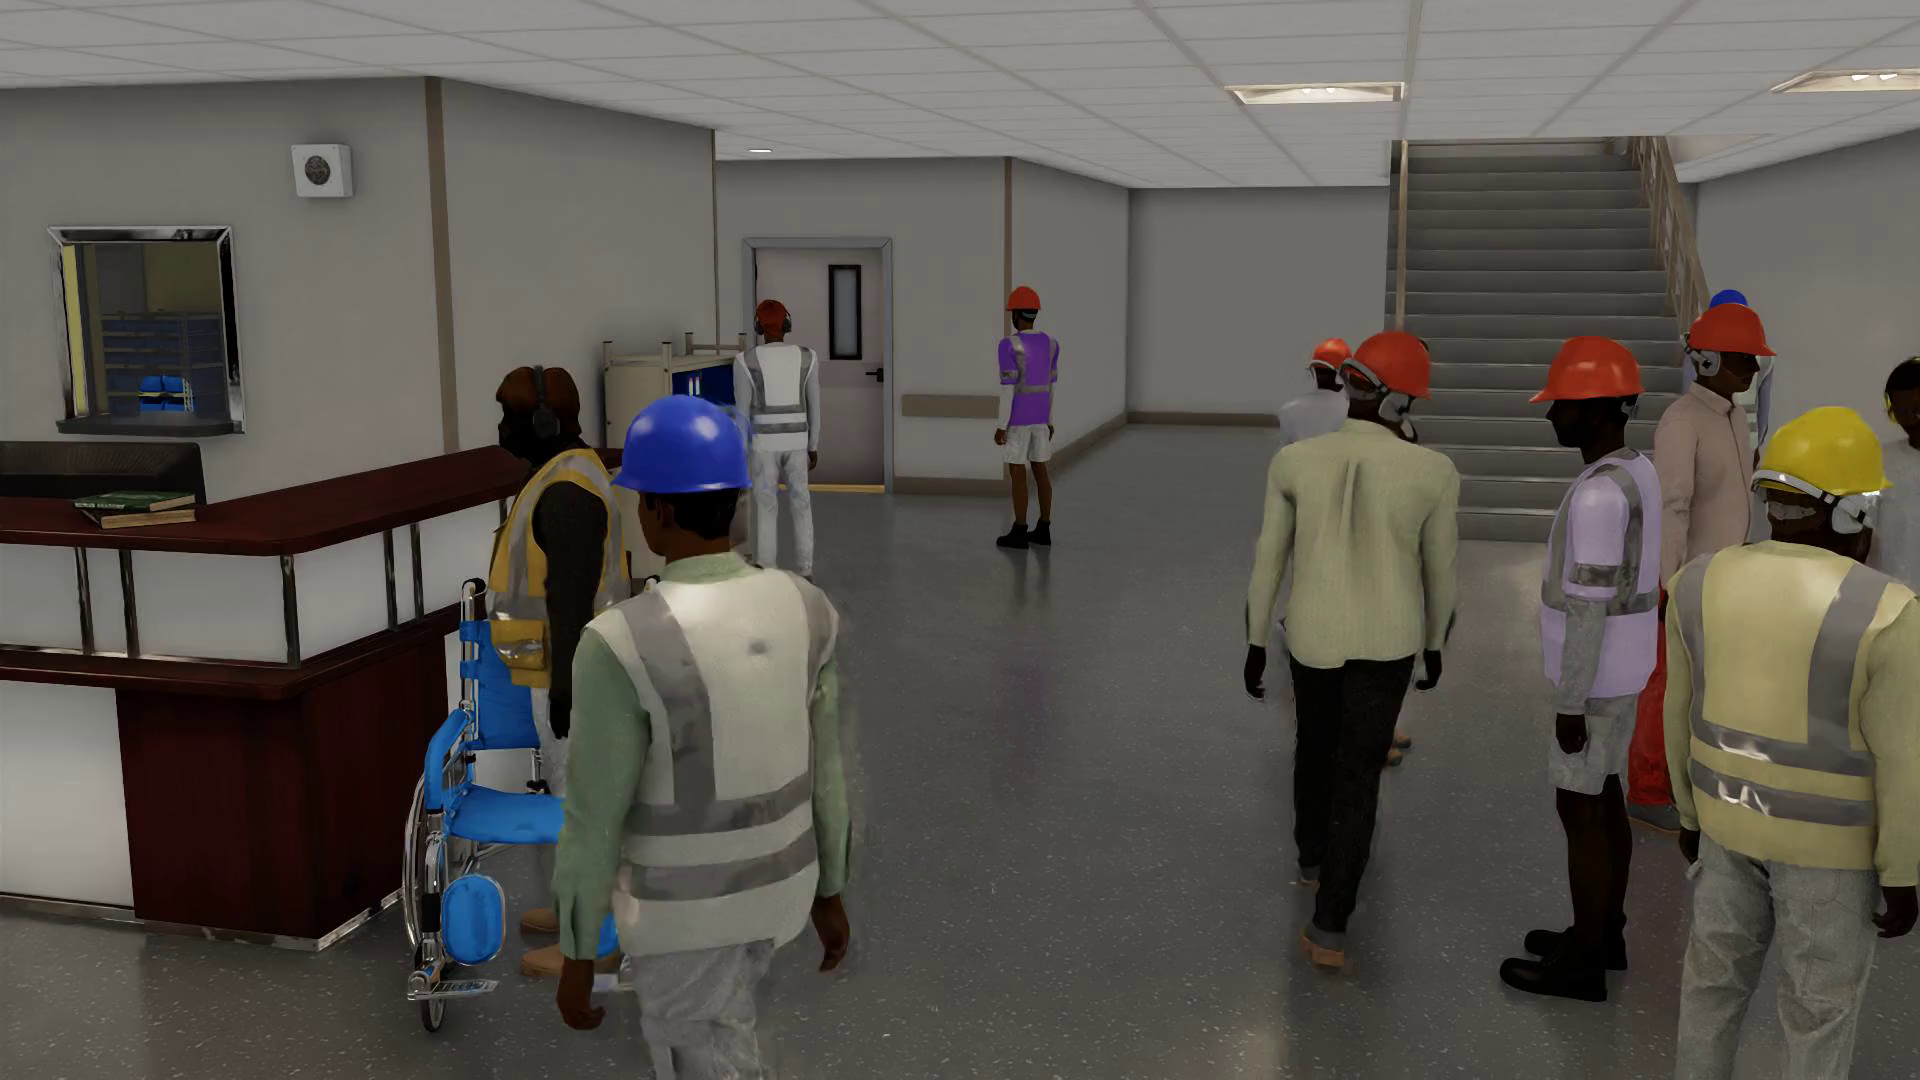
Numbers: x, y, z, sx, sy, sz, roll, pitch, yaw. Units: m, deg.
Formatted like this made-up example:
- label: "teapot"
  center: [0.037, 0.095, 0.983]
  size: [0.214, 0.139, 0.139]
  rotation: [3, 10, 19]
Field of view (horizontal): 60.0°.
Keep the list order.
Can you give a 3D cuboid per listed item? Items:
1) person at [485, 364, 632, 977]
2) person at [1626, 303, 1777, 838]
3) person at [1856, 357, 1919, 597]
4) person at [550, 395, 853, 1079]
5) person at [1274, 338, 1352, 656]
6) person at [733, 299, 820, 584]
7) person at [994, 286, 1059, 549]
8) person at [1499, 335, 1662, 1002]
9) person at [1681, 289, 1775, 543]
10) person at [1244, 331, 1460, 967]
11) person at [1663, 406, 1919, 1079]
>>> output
- label: "person"
  center: [-1.215, 0.386, 5.065]
  size: [0.429, 1.835, 0.633]
  rotation: [-3, 10, -16]
- label: "person"
  center: [2.767, 0.117, 6.203]
  size: [0.402, 1.987, 0.608]
  rotation: [9, 13, 42]
- label: "person"
  center: [3.443, 0.245, 5.922]
  size: [0.608, 1.818, 0.894]
  rotation: [2, 10, 10]
- label: "person"
  center: [-0.433, 0.680, 3.134]
  size: [1.002, 1.906, 0.620]
  rotation: [7, 12, 37]
- label: "person"
  center: [1.945, -0.229, 9.019]
  size: [0.559, 1.723, 0.801]
  rotation: [9, 13, 44]
- label: "person"
  center: [-1.173, -0.594, 10.695]
  size: [0.573, 1.876, 0.359]
  rotation: [-4, 10, -22]
- label: "person"
  center: [0.471, -0.904, 12.337]
  size: [0.552, 1.935, 0.366]
  rotation: [-8, 12, -39]
- label: "person"
  center: [1.814, 0.376, 4.843]
  size: [0.378, 1.931, 0.546]
  rotation: [6, 11, 32]
- label: "person"
  center: [4.840, -0.612, 10.584]
  size: [0.605, 1.948, 0.384]
  rotation: [-2, 10, -9]
- label: "person"
  center: [1.236, 0.317, 5.271]
  size: [0.622, 1.935, 0.979]
  rotation: [5, 11, 26]
- label: "person"
  center: [1.831, 0.624, 3.652]
  size: [0.404, 1.833, 0.590]
  rotation: [-6, 11, -31]
